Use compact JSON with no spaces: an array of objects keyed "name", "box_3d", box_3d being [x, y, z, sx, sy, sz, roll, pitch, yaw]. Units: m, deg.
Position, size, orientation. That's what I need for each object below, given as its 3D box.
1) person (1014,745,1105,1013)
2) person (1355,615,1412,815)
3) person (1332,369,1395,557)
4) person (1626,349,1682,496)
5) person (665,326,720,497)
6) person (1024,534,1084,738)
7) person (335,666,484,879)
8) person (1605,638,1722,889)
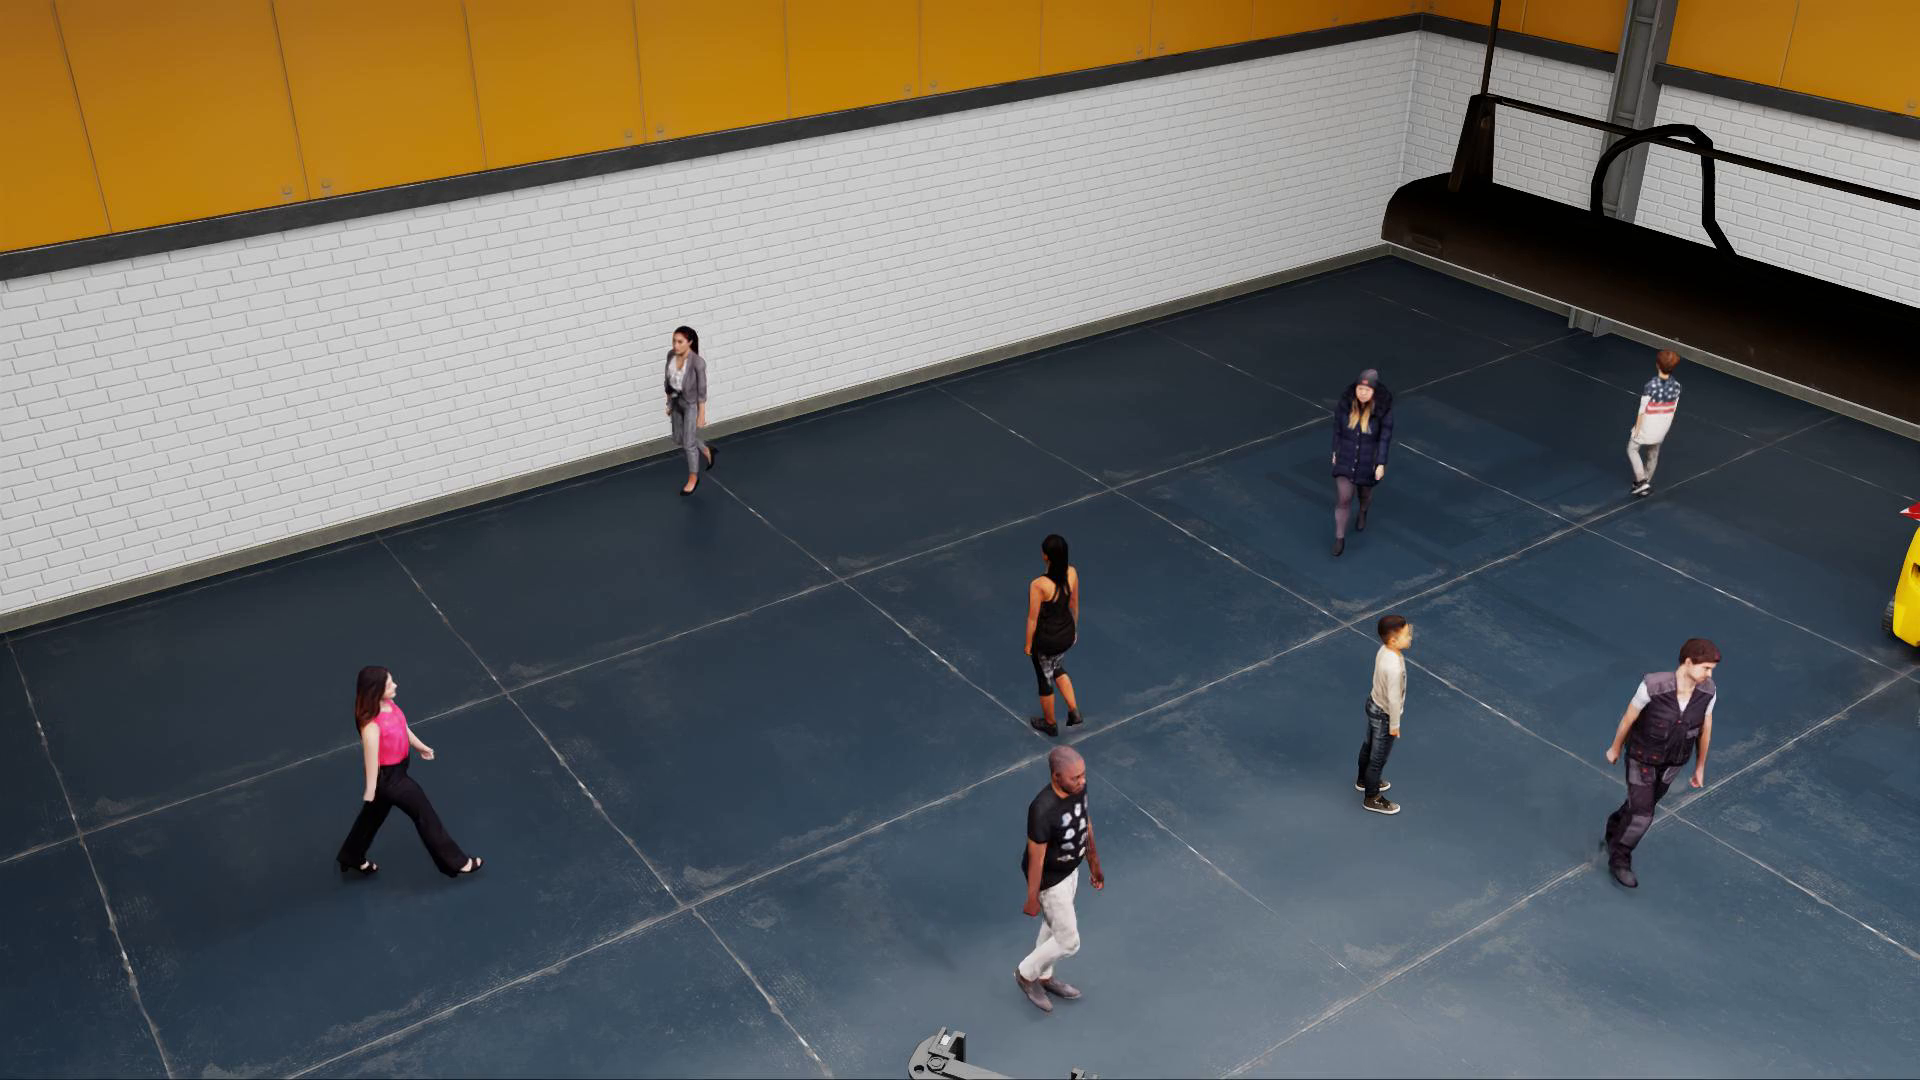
[{"name":"person","box_3d":[0.470,1.891,9.516,0.788,1.790,0.759,16,32,27]},{"name":"person","box_3d":[2.857,1.148,11.217,0.695,1.465,0.613,1,29,2]},{"name":"person","box_3d":[3.498,-0.724,14.467,1.146,1.637,1.096,11,31,20]},{"name":"person","box_3d":[6.396,-1.046,15.273,0.675,1.431,0.764,-3,29,-5]},{"name":"person","box_3d":[-2.447,-1.221,15.355,0.811,1.659,0.808,21,35,34]},{"name":"person","box_3d":[0.704,0.719,11.806,0.629,1.652,0.709,-24,36,-36]},{"name":"person","box_3d":[-3.649,1.502,10.414,0.914,1.612,1.135,-7,29,-12]},{"name":"person","box_3d":[4.342,1.322,10.531,0.850,1.816,0.935,0,29,0]}]
